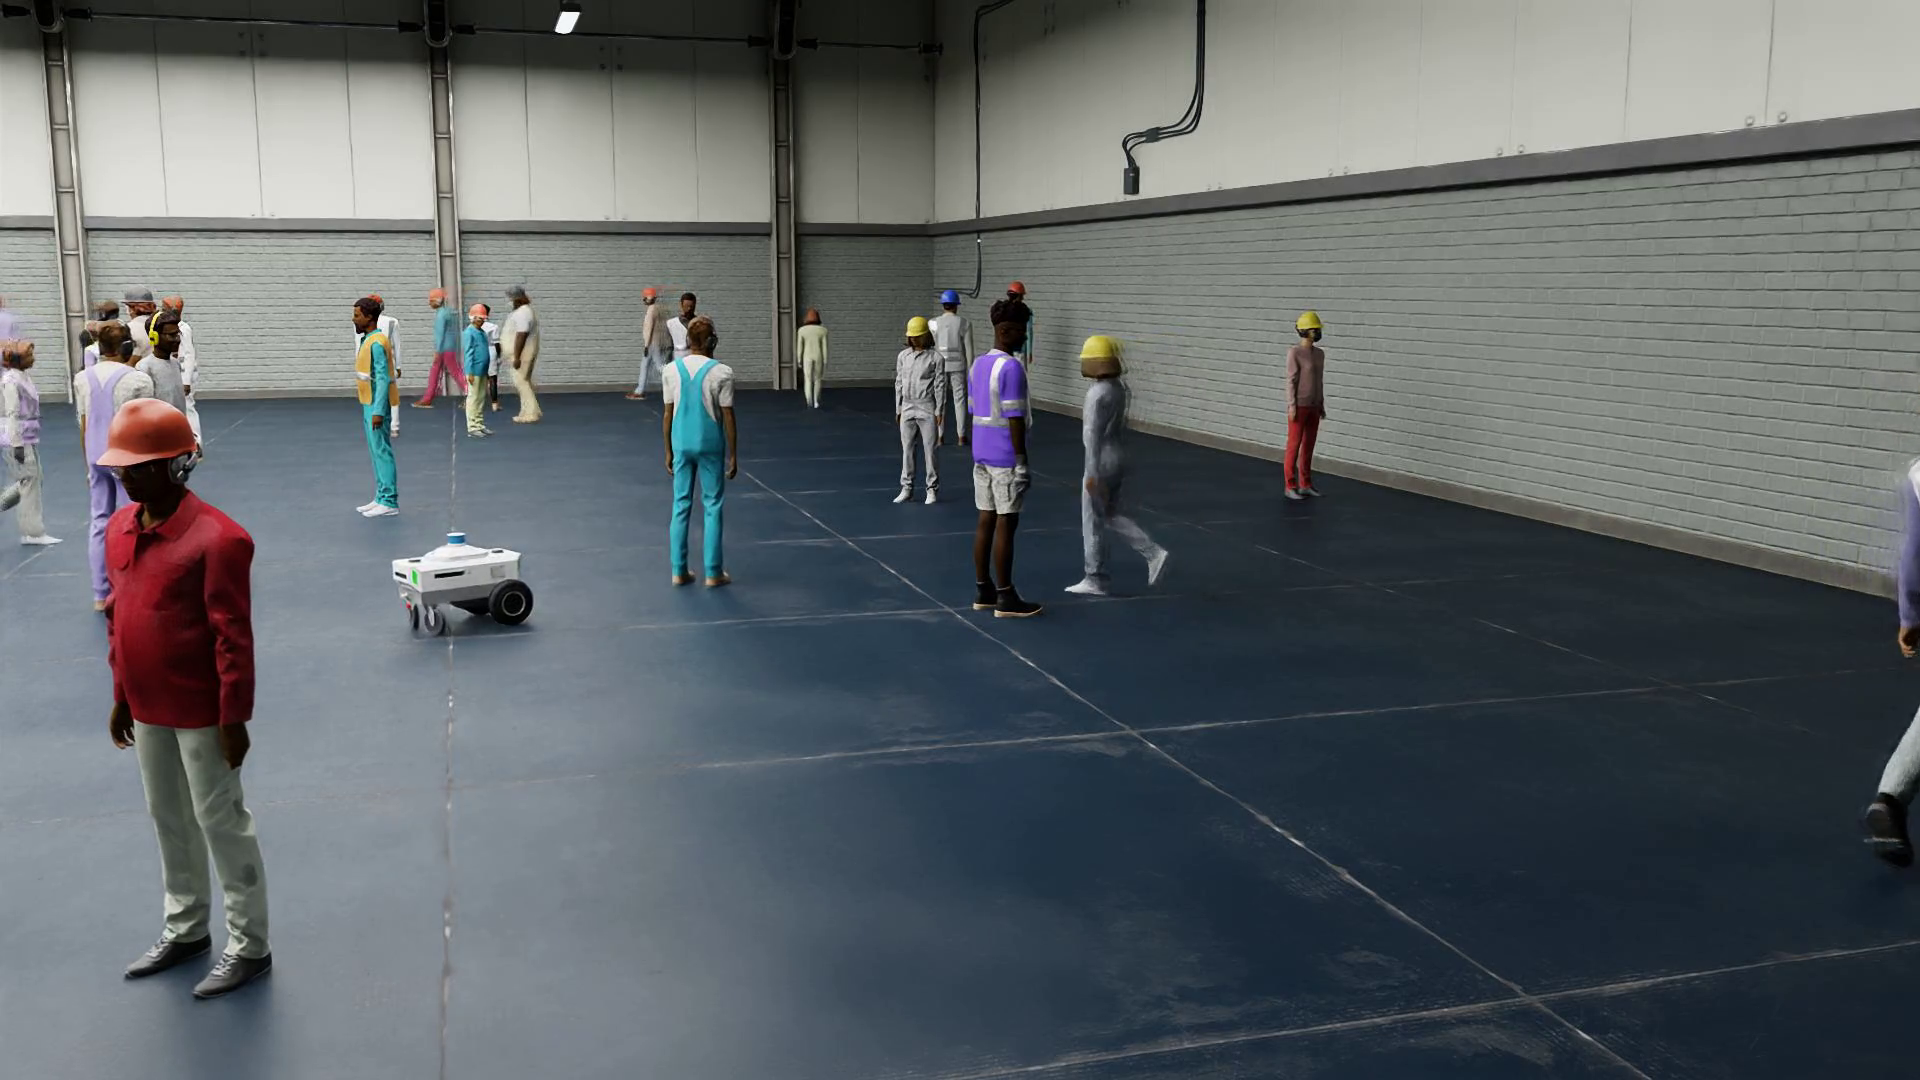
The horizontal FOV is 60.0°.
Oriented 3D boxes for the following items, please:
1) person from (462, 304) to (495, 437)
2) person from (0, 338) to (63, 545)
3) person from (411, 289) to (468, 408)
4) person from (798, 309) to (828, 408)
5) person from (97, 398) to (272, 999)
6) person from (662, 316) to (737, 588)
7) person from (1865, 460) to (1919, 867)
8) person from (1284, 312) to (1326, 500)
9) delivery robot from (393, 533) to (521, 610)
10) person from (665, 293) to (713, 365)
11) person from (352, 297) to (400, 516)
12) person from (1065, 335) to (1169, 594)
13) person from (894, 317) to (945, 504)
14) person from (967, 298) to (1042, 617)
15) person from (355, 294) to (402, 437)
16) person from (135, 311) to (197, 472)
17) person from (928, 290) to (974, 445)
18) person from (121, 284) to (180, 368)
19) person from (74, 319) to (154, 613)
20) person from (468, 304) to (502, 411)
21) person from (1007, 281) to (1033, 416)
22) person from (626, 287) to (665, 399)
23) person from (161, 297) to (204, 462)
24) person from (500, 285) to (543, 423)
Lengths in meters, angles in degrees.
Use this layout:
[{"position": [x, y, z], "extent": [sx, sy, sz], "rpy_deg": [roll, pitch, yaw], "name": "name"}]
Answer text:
[{"position": [-6.383, -2.250, 22.082], "extent": [0.340, 1.748, 0.563], "rpy_deg": [1, 9, 8], "name": "person"}, {"position": [-7.349, -0.751, 12.904], "extent": [0.511, 1.622, 0.538], "rpy_deg": [-3, 10, -21], "name": "person"}, {"position": [-8.297, -3.073, 26.788], "extent": [1.044, 1.935, 0.621], "rpy_deg": [-3, 9, -17], "name": "person"}, {"position": [-2.363, -2.909, 26.748], "extent": [0.499, 1.614, 0.627], "rpy_deg": [0, 9, -3], "name": "person"}, {"position": [-2.283, 0.459, 4.833], "extent": [0.571, 1.744, 0.355], "rpy_deg": [5, 10, 29], "name": "person"}, {"position": [-1.746, -0.585, 11.211], "extent": [0.517, 1.834, 0.357], "rpy_deg": [2, 9, 10], "name": "person"}, {"position": [3.548, 0.275, 5.800], "extent": [0.779, 1.810, 0.599], "rpy_deg": [-6, 10, -31], "name": "person"}, {"position": [3.282, -1.267, 15.756], "extent": [0.532, 1.772, 0.300], "rpy_deg": [-8, 12, -42], "name": "person"}, {"position": [-3.007, 0.200, 9.955], "extent": [0.707, 0.478, 0.477], "rpy_deg": [-8, 12, -40], "name": "delivery robot"}, {"position": [-3.337, -2.087, 20.516], "extent": [0.597, 1.914, 0.372], "rpy_deg": [-3, 9, -18], "name": "person"}, {"position": [-5.147, -1.172, 14.670], "extent": [0.380, 1.918, 0.596], "rpy_deg": [-4, 10, -27], "name": "person"}, {"position": [1.015, -0.477, 10.885], "extent": [0.582, 1.722, 0.485], "rpy_deg": [5, 10, 27], "name": "person"}, {"position": [-0.382, -1.193, 15.390], "extent": [0.484, 1.736, 0.308], "rpy_deg": [3, 9, 20], "name": "person"}, {"position": [0.268, -0.507, 10.301], "extent": [0.375, 1.959, 0.600], "rpy_deg": [-4, 10, -24], "name": "person"}, {"position": [-7.634, -2.283, 21.869], "extent": [0.573, 1.885, 0.356], "rpy_deg": [-5, 10, -27], "name": "person"}, {"position": [-5.424, -0.629, 11.401], "extent": [0.330, 1.864, 0.501], "rpy_deg": [0, 9, 1], "name": "person"}, {"position": [-0.130, -2.148, 20.815], "extent": [0.605, 1.944, 0.403], "rpy_deg": [1, 9, 6], "name": "person"}, {"position": [-7.979, -1.482, 16.261], "extent": [0.536, 2.000, 0.684], "rpy_deg": [2, 9, 14], "name": "person"}, {"position": [-5.226, -0.451, 10.360], "extent": [0.501, 1.838, 0.355], "rpy_deg": [1, 9, 5], "name": "person"}, {"position": [-7.496, -2.869, 26.242], "extent": [0.538, 1.689, 0.321], "rpy_deg": [1, 9, 8], "name": "person"}, {"position": [0.839, -2.881, 25.176], "extent": [0.609, 2.044, 0.395], "rpy_deg": [5, 10, 31], "name": "person"}, {"position": [-5.253, -3.390, 28.734], "extent": [1.026, 1.948, 0.625], "rpy_deg": [0, 9, -1], "name": "person"}, {"position": [-8.841, -1.814, 18.877], "extent": [0.342, 1.882, 0.579], "rpy_deg": [-7, 11, -38], "name": "person"}, {"position": [-6.354, -2.703, 24.054], "extent": [0.566, 2.000, 0.731], "rpy_deg": [-2, 9, -9], "name": "person"}]
